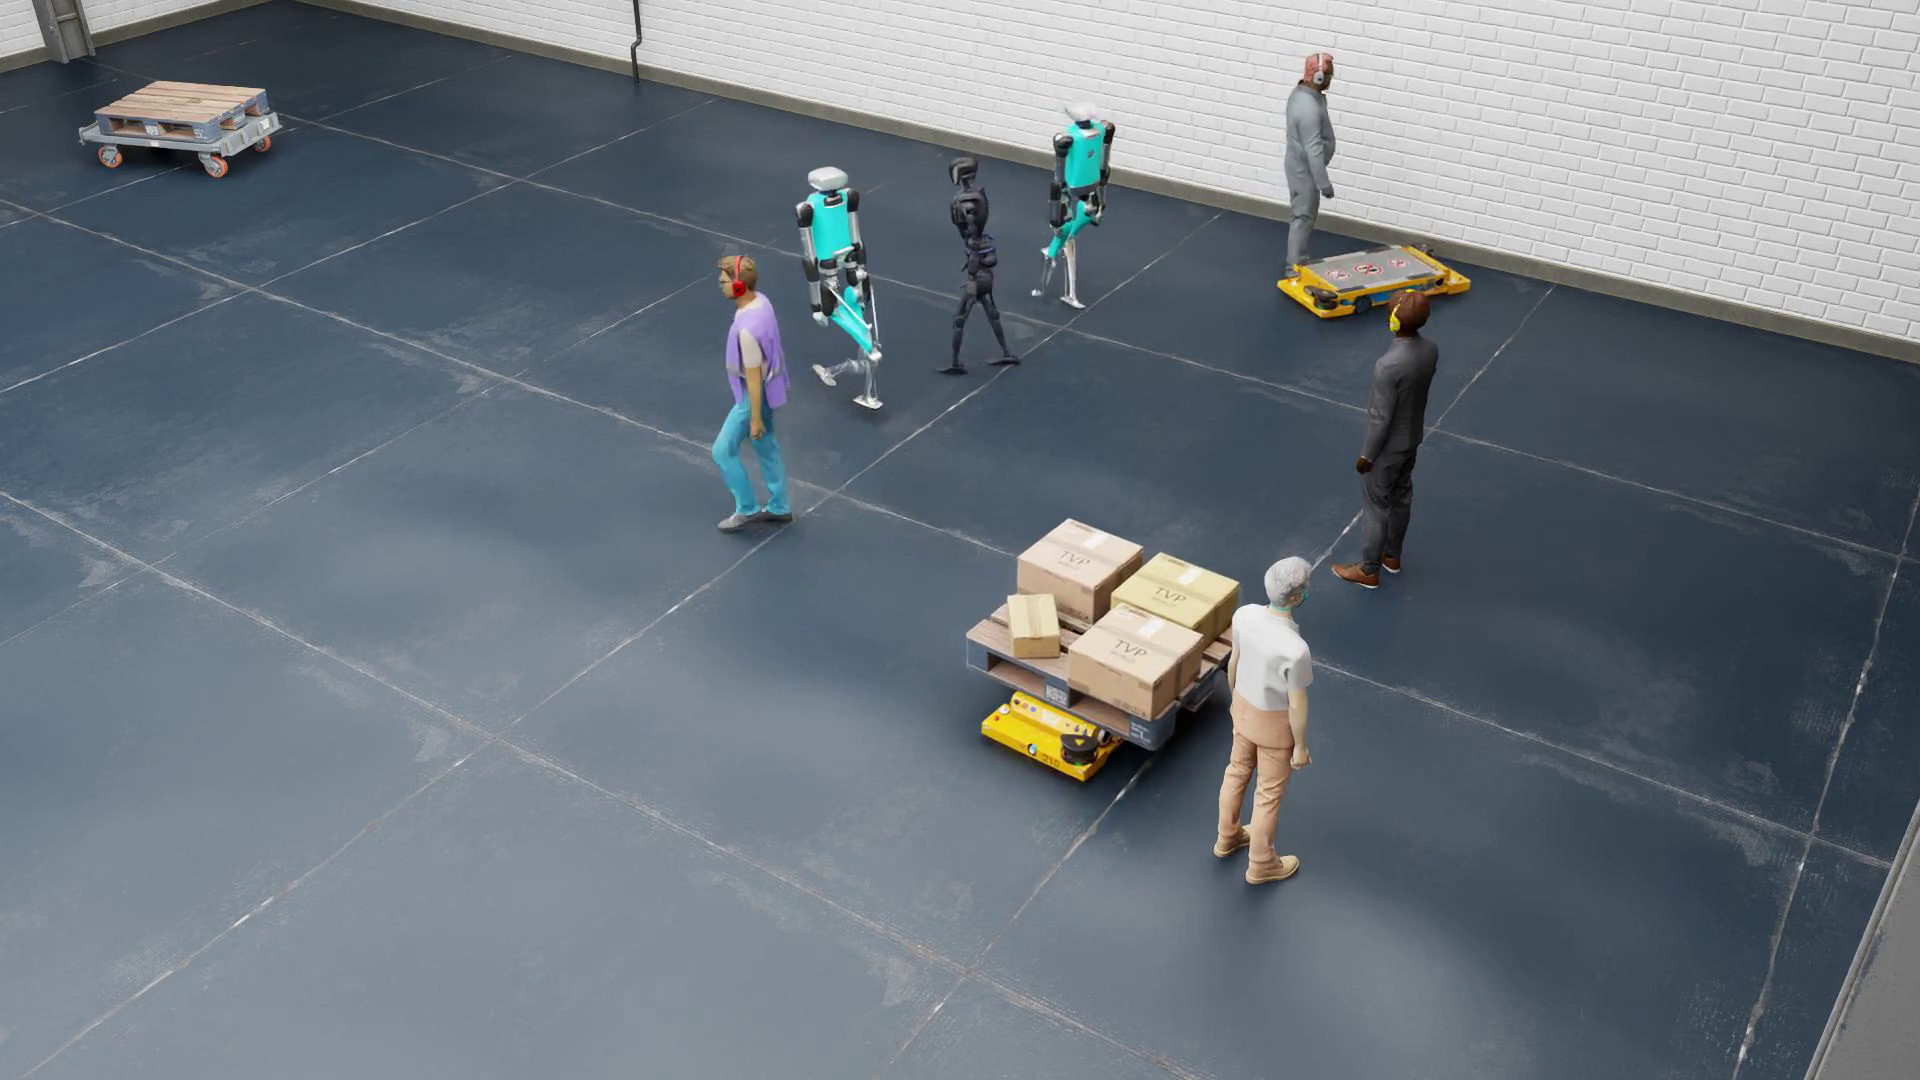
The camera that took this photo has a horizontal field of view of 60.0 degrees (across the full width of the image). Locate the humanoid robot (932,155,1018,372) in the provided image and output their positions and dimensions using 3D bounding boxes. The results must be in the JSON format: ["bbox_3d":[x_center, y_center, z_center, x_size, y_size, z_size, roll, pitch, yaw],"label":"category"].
[{"bbox_3d":[0.100,-1.999,12.086,0.712,1.622,0.602,-2,33,-3],"label":"humanoid robot"}]

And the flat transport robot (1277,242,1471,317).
[{"bbox_3d":[3.379,-2.121,13.556,1.431,0.231,0.659,-13,35,-19],"label":"flat transport robot"}]

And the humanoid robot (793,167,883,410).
[{"bbox_3d":[-0.725,-1.663,11.457,0.959,1.715,0.549,27,42,35],"label":"humanoid robot"}]

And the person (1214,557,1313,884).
[{"bbox_3d":[1.412,0.822,7.610,0.309,1.744,0.492,-19,37,-27],"label":"person"}]

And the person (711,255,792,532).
[{"bbox_3d":[-1.340,-0.876,10.179,0.606,1.821,0.589,0,33,1],"label":"person"}]

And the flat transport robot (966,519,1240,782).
[{"bbox_3d":[0.799,0.758,9.077,0.659,0.231,1.431,22,39,30],"label":"flat transport robot"}]

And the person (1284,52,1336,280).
[{"bbox_3d":[2.805,-2.953,13.348,0.463,1.902,0.666,4,33,7],"label":"person"}]

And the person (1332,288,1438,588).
[{"bbox_3d":[2.503,-0.581,9.676,0.501,1.871,0.350,-27,41,-35],"label":"person"}]

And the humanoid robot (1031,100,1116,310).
[{"bbox_3d":[0.780,-2.575,13.000,0.555,1.881,0.840,-20,38,-28],"label":"humanoid robot"}]
